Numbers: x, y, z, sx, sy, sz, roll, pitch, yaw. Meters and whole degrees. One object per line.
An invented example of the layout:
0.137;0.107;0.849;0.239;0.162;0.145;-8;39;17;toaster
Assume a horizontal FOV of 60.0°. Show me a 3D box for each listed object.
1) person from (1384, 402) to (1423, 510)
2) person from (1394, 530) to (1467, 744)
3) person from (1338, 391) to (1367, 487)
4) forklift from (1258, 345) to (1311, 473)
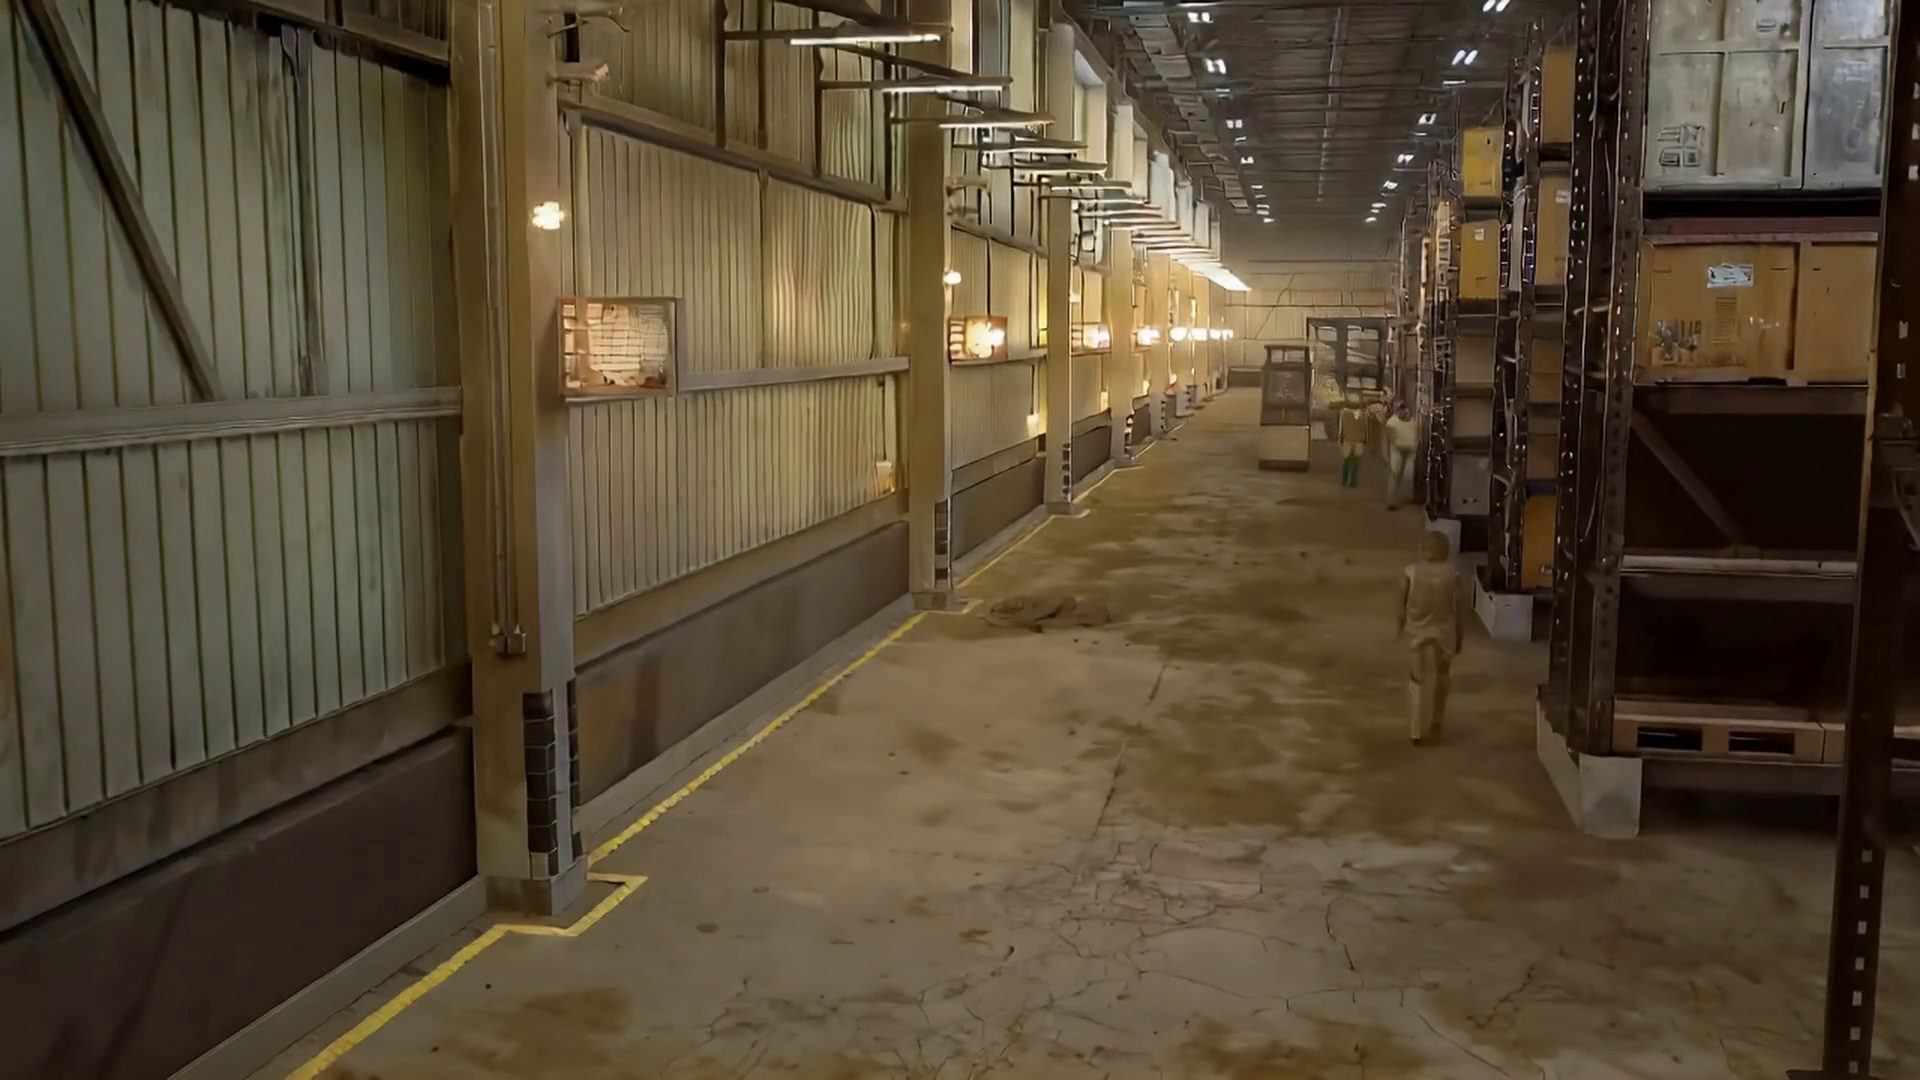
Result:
7.708;-1.472;29.137;0.659;1.880;0.551;-5;9;-33;person
3.571;0.728;12.645;0.521;1.599;0.853;2;7;12;person
7.830;-1.991;33.110;0.569;1.924;0.496;0;7;-2;person
7.211;-2.921;36.777;1.129;2.768;1.873;1;7;12;forklift
